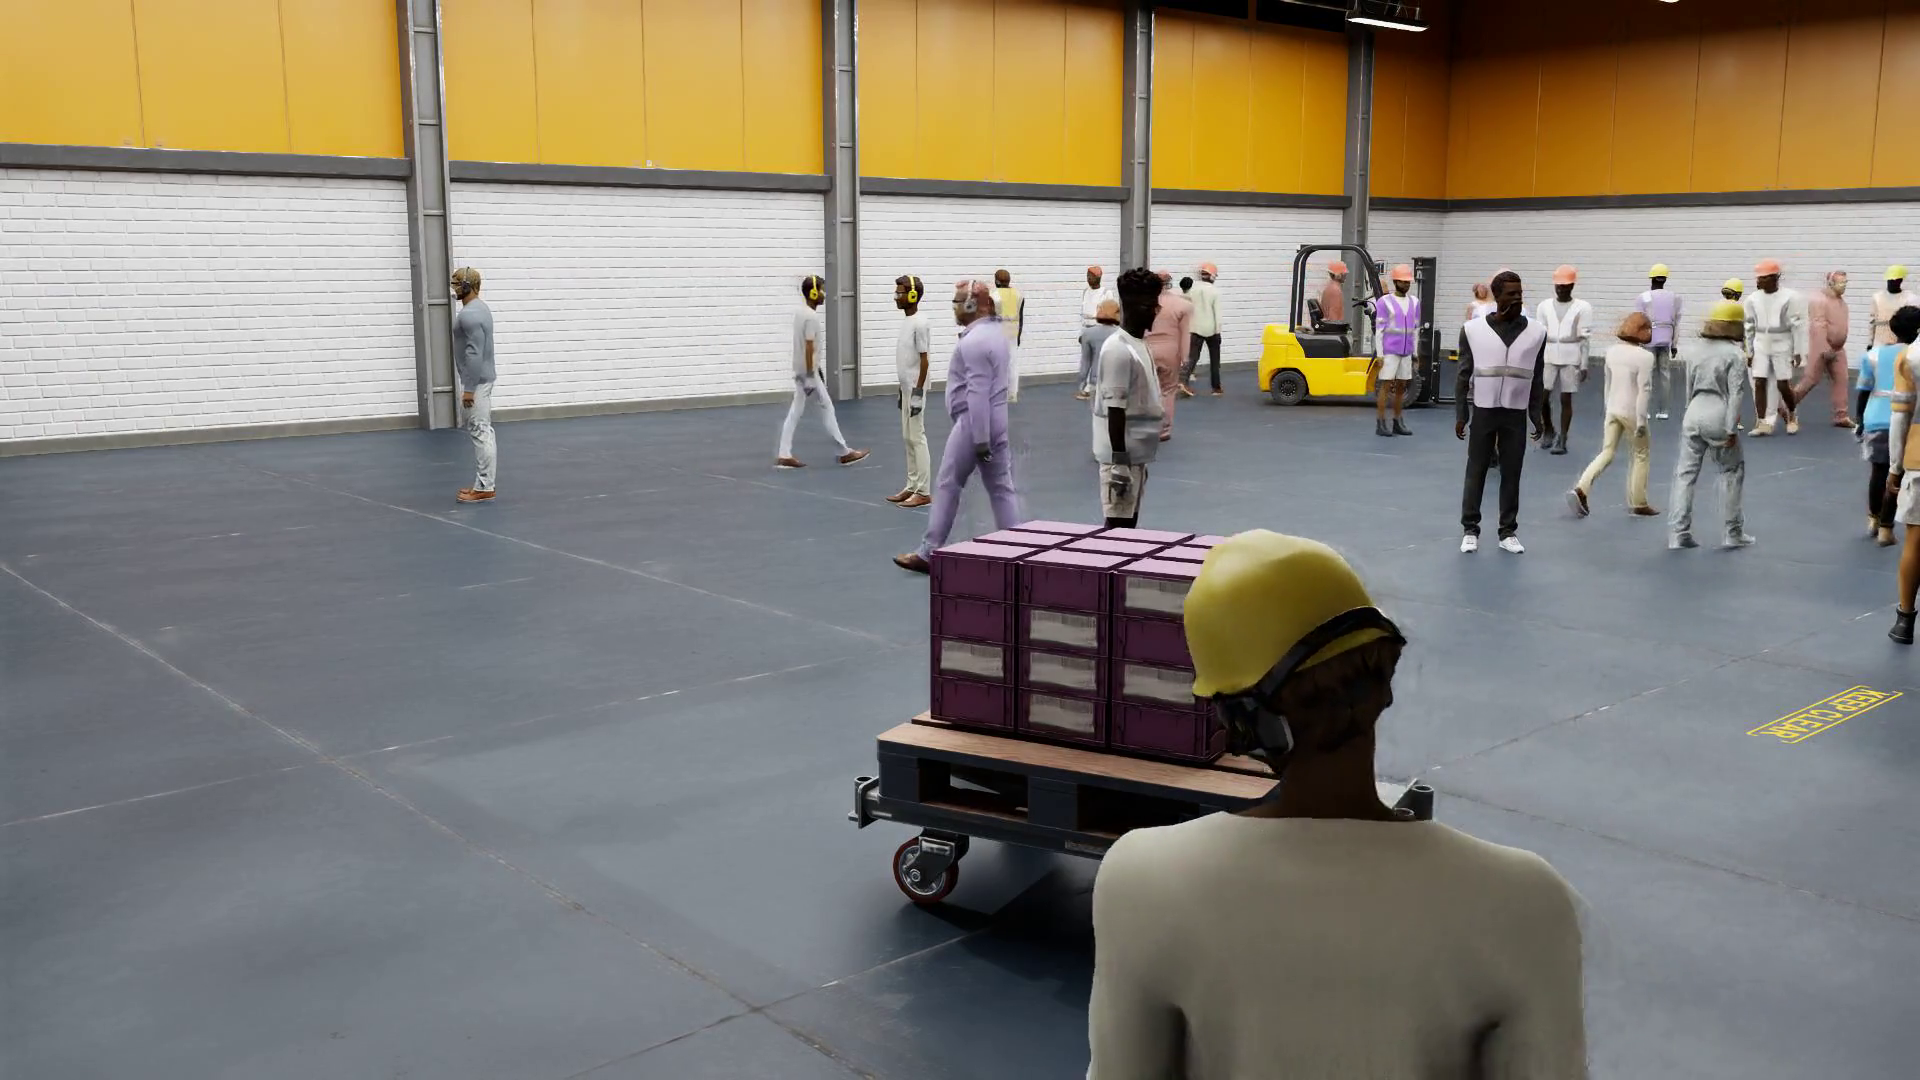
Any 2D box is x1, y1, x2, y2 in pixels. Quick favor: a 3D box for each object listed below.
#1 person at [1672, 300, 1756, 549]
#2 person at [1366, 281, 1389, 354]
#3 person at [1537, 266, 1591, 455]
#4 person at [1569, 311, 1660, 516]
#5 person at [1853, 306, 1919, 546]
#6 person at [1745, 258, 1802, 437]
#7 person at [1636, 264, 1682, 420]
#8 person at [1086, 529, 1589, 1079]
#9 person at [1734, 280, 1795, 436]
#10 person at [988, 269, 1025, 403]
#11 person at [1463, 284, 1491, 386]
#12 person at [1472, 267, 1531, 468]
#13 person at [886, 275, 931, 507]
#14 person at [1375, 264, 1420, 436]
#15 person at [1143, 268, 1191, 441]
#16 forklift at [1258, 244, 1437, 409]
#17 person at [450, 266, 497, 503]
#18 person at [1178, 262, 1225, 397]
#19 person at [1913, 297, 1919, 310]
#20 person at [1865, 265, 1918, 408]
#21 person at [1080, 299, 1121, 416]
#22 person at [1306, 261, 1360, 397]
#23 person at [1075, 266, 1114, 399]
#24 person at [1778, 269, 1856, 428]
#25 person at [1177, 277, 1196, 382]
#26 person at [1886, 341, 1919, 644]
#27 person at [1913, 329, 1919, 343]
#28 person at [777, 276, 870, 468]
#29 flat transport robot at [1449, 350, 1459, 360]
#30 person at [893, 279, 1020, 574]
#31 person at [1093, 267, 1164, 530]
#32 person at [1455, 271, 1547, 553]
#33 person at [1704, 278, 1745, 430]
[{"bbox_3d":[5.255,-0.793,11.533,0.722,1.715,0.499,-6,12,-33],"label":"person"},{"bbox_3d":[6.524,-3.199,25.859,0.509,1.632,0.269,-6,11,-30],"label":"person"},{"bbox_3d":[6.114,-1.820,16.939,0.555,1.922,0.438,6,11,31],"label":"person"},{"bbox_3d":[5.096,-0.964,12.858,0.745,1.612,0.504,-4,10,-22],"label":"person"},{"bbox_3d":[6.654,-0.808,11.754,0.737,1.673,0.549,-8,13,-41],"label":"person"},{"bbox_3d":[9.119,-2.138,18.600,0.749,2.011,0.657,-8,12,-38],"label":"person"},{"bbox_3d":[8.593,-2.443,20.576,0.594,1.924,0.382,-1,10,-7],"label":"person"},{"bbox_3d":[0.391,0.857,1.831,0.546,1.724,0.472,3,10,15],"label":"person"},{"bbox_3d":[9.053,-2.073,18.767,0.634,1.803,0.833,8,13,40],"label":"person"},{"bbox_3d":[0.580,-2.794,22.880,0.621,1.845,0.429,-6,12,-33],"label":"person"},{"bbox_3d":[7.705,-3.015,24.876,0.541,1.597,0.845,-5,11,-27],"label":"person"},{"bbox_3d":[5.117,-1.621,15.800,0.541,1.917,0.561,3,10,18],"label":"person"},{"bbox_3d":[-0.404,-1.199,13.462,0.328,1.872,0.514,-3,10,-17],"label":"person"},{"bbox_3d":[4.937,-2.131,18.717,0.551,1.935,0.372,-4,10,-20],"label":"person"},{"bbox_3d":[2.175,-1.996,18.070,0.649,1.890,0.564,3,10,15],"label":"person"},{"bbox_3d":[5.256,-2.933,22.661,2.313,2.155,1.214,3,10,16],"label":"forklift"},{"bbox_3d":[-4.006,-1.275,13.700,0.364,1.939,0.636,-2,10,-10],"label":"person"},{"bbox_3d":[3.482,-3.021,23.944,0.623,1.945,1.006,8,12,38],"label":"person"},{"bbox_3d":[10.352,-1.934,17.603,0.651,1.921,0.509,0,10,1],"label":"person"},{"bbox_3d":[11.833,-2.543,21.218,0.749,1.899,0.617,-8,13,-40],"label":"person"},{"bbox_3d":[1.443,-1.521,16.128,0.516,1.600,0.773,2,10,13],"label":"person"},{"bbox_3d":[5.456,-3.018,23.873,0.990,1.942,0.647,-1,10,-4],"label":"person"},{"bbox_3d":[1.895,-2.901,23.379,0.353,1.886,0.573,-9,13,-43],"label":"person"},{"bbox_3d":[10.255,-2.278,19.776,0.628,1.874,0.909,-5,11,-28],"label":"person"},{"bbox_3d":[3.636,-3.398,26.862,0.525,1.689,0.320,4,10,20],"label":"person"},{"bbox_3d":[5.104,-0.401,8.619,0.542,1.928,0.376,6,11,32],"label":"person"},{"bbox_3d":[7.851,-1.163,13.290,0.899,1.848,0.612,0,10,0],"label":"person"},{"bbox_3d":[-1.349,-1.596,15.908,0.942,1.823,0.541,-4,10,-21],"label":"person"},{"bbox_3d":[10.201,-3.574,32.040,1.431,0.197,0.652,4,11,23],"label":"flat transport robot"},{"bbox_3d":[0.004,-0.705,10.572,0.916,1.871,0.651,4,10,20],"label":"person"},{"bbox_3d":[0.898,-0.462,8.866,0.367,1.963,0.609,3,10,16],"label":"person"},{"bbox_3d":[3.685,-0.869,11.377,0.597,1.920,0.379,1,10,4],"label":"person"},{"bbox_3d":[8.968,-2.168,19.437,0.326,1.767,0.533,-8,13,-41],"label":"person"}]
